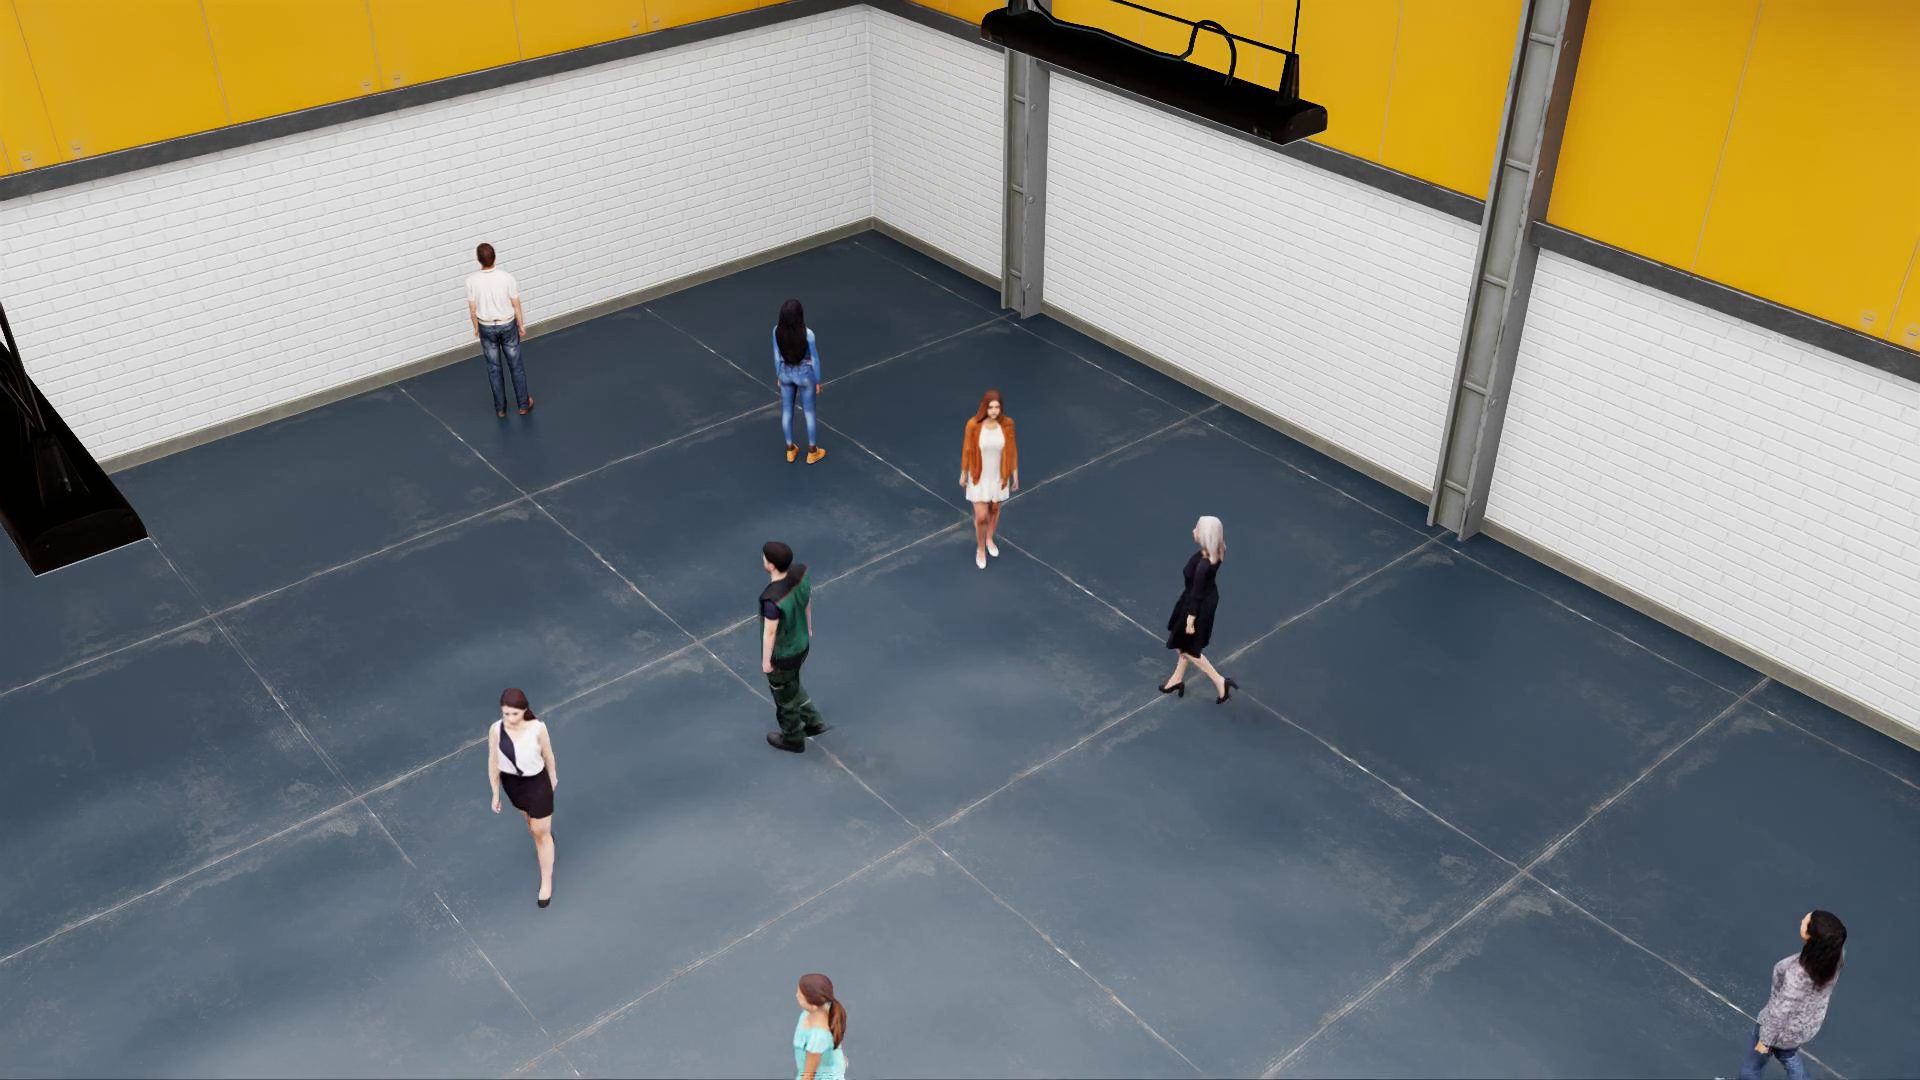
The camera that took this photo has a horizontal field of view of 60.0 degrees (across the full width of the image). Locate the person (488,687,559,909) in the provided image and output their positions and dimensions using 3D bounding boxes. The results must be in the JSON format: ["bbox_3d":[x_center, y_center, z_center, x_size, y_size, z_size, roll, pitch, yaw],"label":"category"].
[{"bbox_3d":[-2.929,1.618,11.302,0.895,1.621,0.995,0,34,0],"label":"person"}]

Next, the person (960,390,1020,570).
[{"bbox_3d":[0.237,-0.614,14.585,0.793,1.704,0.836,-7,34,-10],"label":"person"}]

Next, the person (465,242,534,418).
[{"bbox_3d":[-4.639,-2.112,16.702,0.752,1.856,0.748,-6,34,-9],"label":"person"}]

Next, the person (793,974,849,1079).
[{"bbox_3d":[-0.691,3.014,9.298,1.074,1.515,0.987,4,34,6],"label":"person"}]

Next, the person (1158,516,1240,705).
[{"bbox_3d":[1.885,0.569,12.780,1.004,1.732,0.863,14,36,20],"label":"person"}]

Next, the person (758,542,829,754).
[{"bbox_3d":[-1.205,0.819,12.257,0.896,1.894,0.852,12,36,18],"label":"person"}]

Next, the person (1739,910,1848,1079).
[{"bbox_3d":[4.772,2.797,9.439,0.777,1.720,0.982,-14,36,-20],"label":"person"}]

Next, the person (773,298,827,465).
[{"bbox_3d":[-1.558,-1.527,15.951,0.637,1.712,0.740,9,35,13],"label":"person"}]
